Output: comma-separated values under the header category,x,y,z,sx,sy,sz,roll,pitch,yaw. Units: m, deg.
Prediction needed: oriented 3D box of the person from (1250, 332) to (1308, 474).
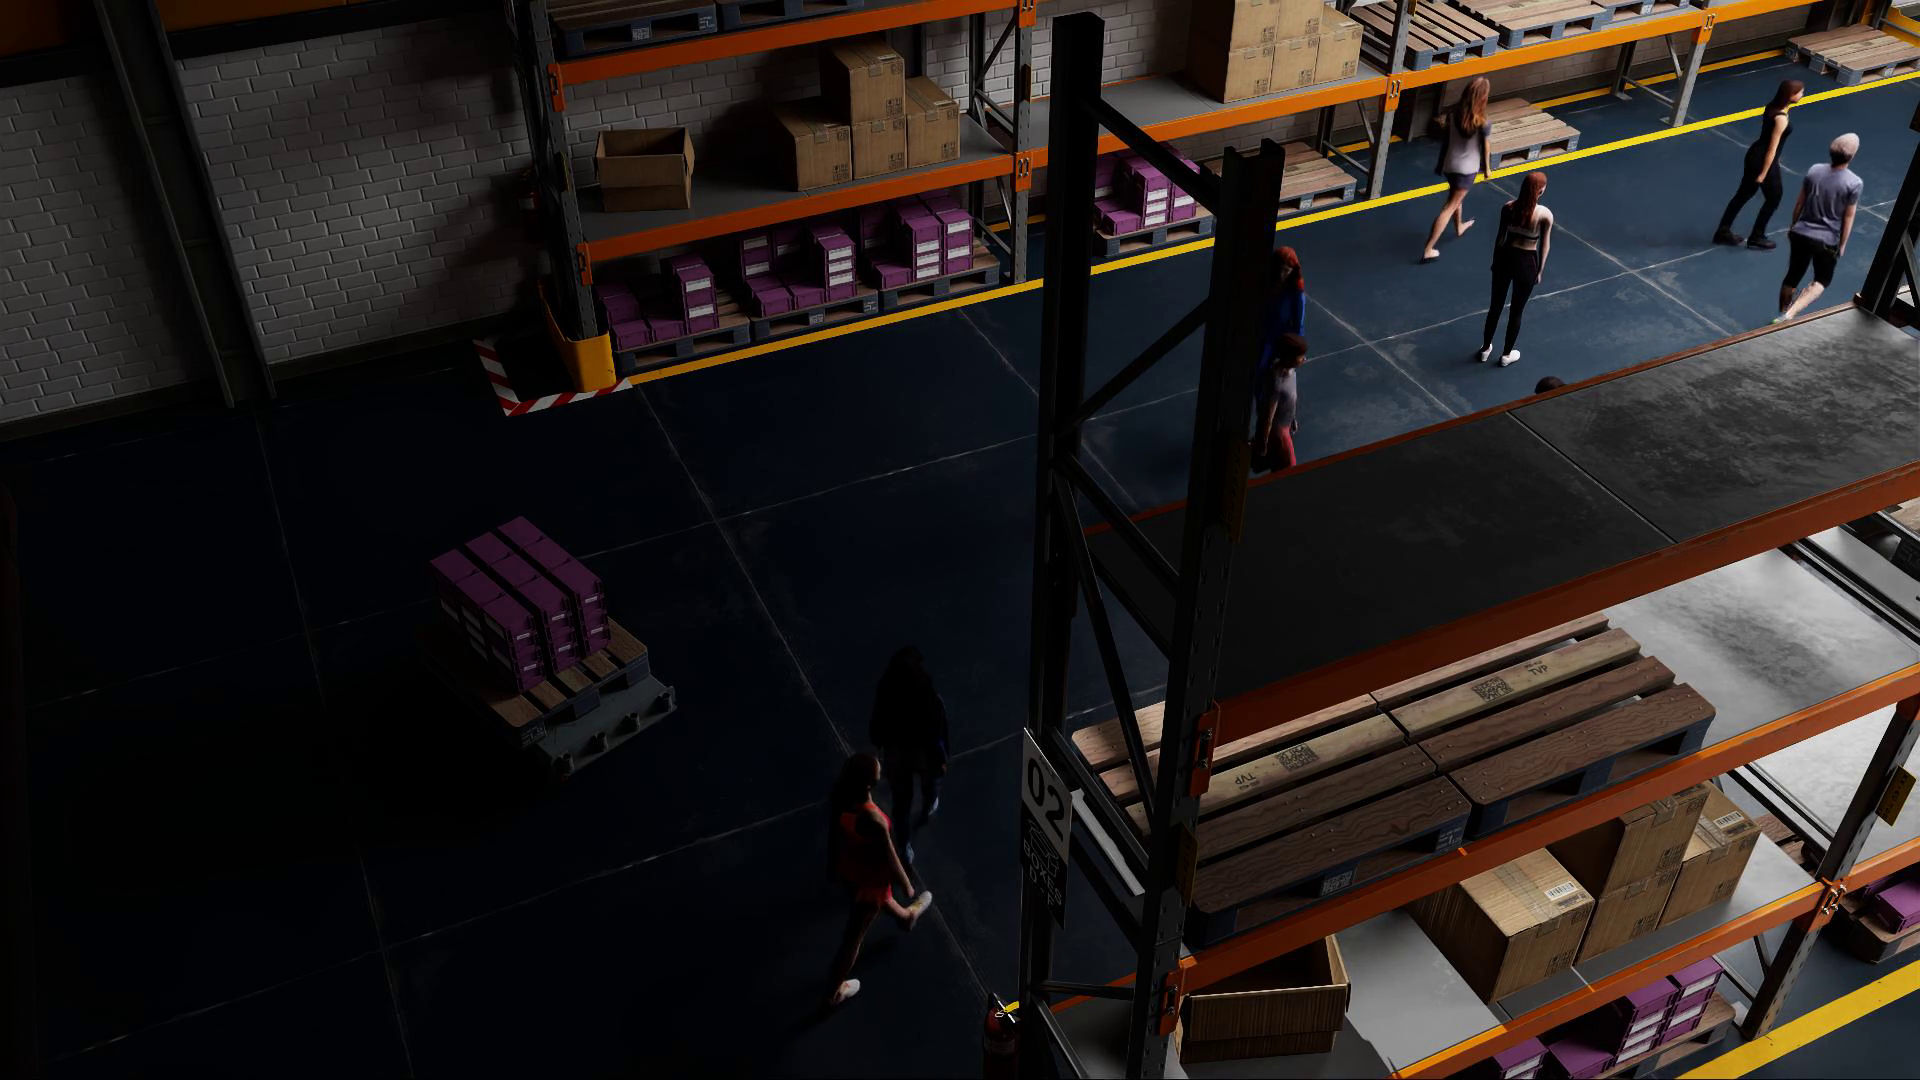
category,x,y,z,sx,sy,sz,roll,pitch,yaw
person,2.214,-0.823,12.173,1.106,1.628,1.051,14,41,17

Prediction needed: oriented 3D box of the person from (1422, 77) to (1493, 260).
category,x,y,z,sx,sy,sz,roll,pitch,yaw
person,4.560,-3.372,15.326,1.133,1.677,0.751,-25,45,-28

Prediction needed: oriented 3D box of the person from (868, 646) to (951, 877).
category,x,y,z,sx,sy,sz,roll,pitch,yaw
person,-0.288,1.306,9.533,0.908,1.596,0.921,3,39,4

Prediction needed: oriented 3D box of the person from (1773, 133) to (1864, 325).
category,x,y,z,sx,sy,sz,roll,pitch,yaw
person,7.209,-2.517,14.094,0.858,1.878,0.769,-24,44,-27

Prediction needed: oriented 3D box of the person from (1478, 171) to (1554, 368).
category,x,y,z,sx,sy,sz,roll,pitch,yaw
person,4.636,-2.268,13.891,0.661,1.741,0.671,23,44,26

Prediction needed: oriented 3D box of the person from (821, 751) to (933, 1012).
category,x,y,z,sx,sy,sz,roll,pitch,yaw
person,-0.567,1.829,8.790,0.869,1.705,1.212,31,48,33

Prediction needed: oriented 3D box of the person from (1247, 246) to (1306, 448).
category,x,y,z,sx,sy,sz,roll,pitch,yaw
person,2.472,-1.498,12.870,0.682,1.812,0.678,-26,46,-29

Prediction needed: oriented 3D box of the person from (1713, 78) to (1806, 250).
category,x,y,z,sx,sy,sz,roll,pitch,yaw
person,7.389,-3.497,15.488,0.897,1.669,0.803,3,39,4
